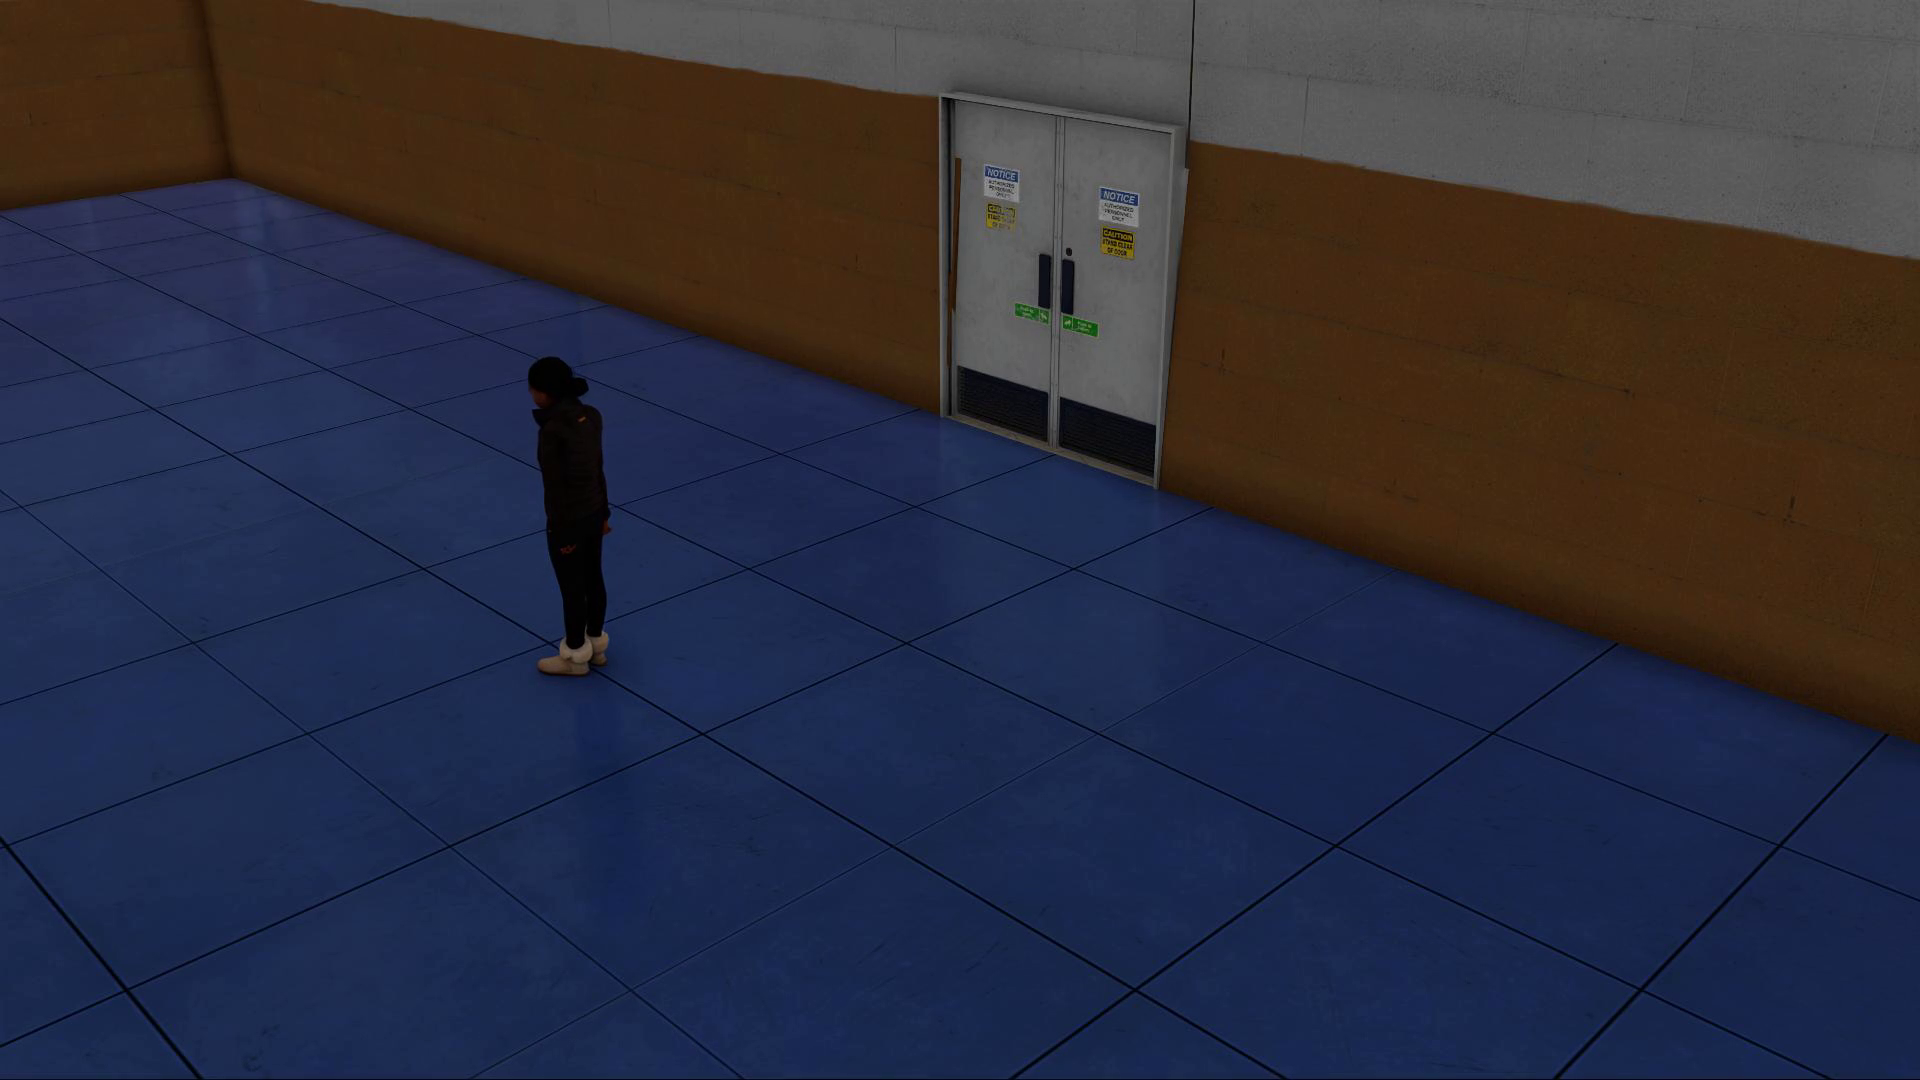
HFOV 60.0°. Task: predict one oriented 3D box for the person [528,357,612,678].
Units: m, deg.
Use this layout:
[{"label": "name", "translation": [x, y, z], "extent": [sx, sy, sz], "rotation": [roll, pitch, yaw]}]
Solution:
[{"label": "person", "translation": [-1.886, -0.101, 8.193], "extent": [0.719, 1.654, 0.653], "rotation": [1, 24, 2]}]
